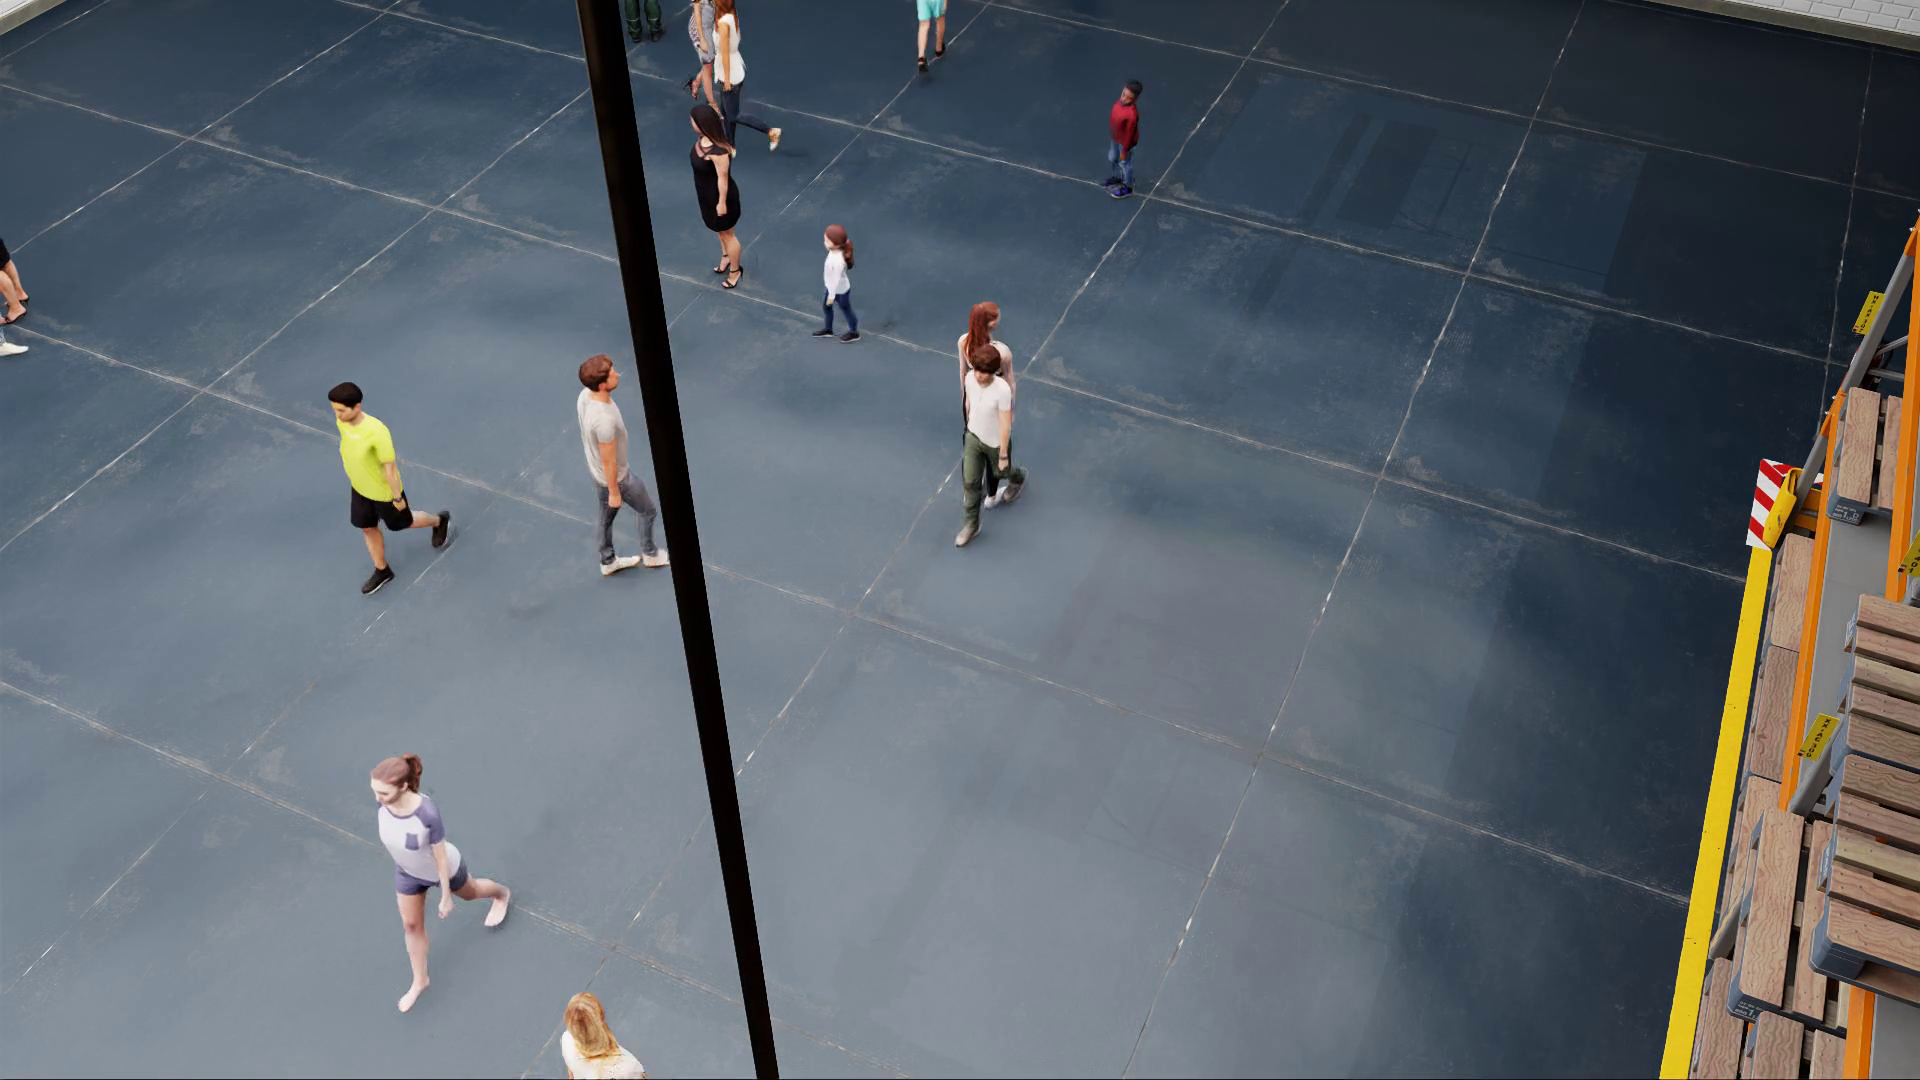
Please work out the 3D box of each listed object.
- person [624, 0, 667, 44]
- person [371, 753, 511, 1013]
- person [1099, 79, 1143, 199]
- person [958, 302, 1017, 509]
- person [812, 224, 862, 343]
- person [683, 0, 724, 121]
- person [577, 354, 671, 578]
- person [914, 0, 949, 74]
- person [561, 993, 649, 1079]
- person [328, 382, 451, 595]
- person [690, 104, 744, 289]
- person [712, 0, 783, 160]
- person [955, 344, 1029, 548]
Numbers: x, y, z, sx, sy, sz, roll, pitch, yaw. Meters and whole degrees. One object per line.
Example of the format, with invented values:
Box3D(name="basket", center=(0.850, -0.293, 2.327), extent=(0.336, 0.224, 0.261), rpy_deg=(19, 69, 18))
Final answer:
Box3D(name="person", center=(-3.396, -6.085, 17.306), extent=(0.779, 1.840, 0.771), rpy_deg=(-1, 44, -1))
Box3D(name="person", center=(-2.850, 1.750, 9.169), extent=(0.631, 1.721, 1.135), rpy_deg=(16, 46, 16))
Box3D(name="person", center=(1.523, -3.693, 15.239), extent=(0.701, 1.230, 0.641), rpy_deg=(-4, 44, -4))
Box3D(name="person", center=(0.177, -0.975, 12.013), extent=(0.604, 1.743, 0.527), rpy_deg=(22, 48, 22))
Box3D(name="person", center=(-0.944, -2.103, 13.668), extent=(0.688, 1.094, 0.631), rpy_deg=(-14, 45, -15))
Box3D(name="person", center=(-2.548, -4.920, 16.107), extent=(0.682, 1.808, 0.653), rpy_deg=(15, 46, 16))
Box3D(name="person", center=(-2.468, -0.452, 11.366), extent=(1.003, 1.879, 0.936), rpy_deg=(-19, 47, -18))
Box3D(name="person", center=(-0.309, -5.515, 16.931), extent=(0.697, 1.533, 1.057), rpy_deg=(8, 44, 9))
Box3D(name="person", center=(-1.708, 2.862, 7.978), extent=(0.848, 1.753, 1.264), rpy_deg=(31, 52, 28))
Box3D(name="person", center=(-3.979, -0.436, 11.492), extent=(0.678, 1.682, 1.051), rpy_deg=(21, 48, 21))
Box3D(name="person", center=(-2.028, -2.915, 14.070), extent=(0.815, 1.715, 0.747), rpy_deg=(-12, 45, -13))
Box3D(name="person", center=(-2.054, -4.363, 15.557), extent=(0.915, 1.760, 0.984), rpy_deg=(-3, 44, -3))
Box3D(name="person", center=(0.254, -0.760, 11.874), extent=(0.684, 1.625, 1.116), rpy_deg=(24, 49, 23))
